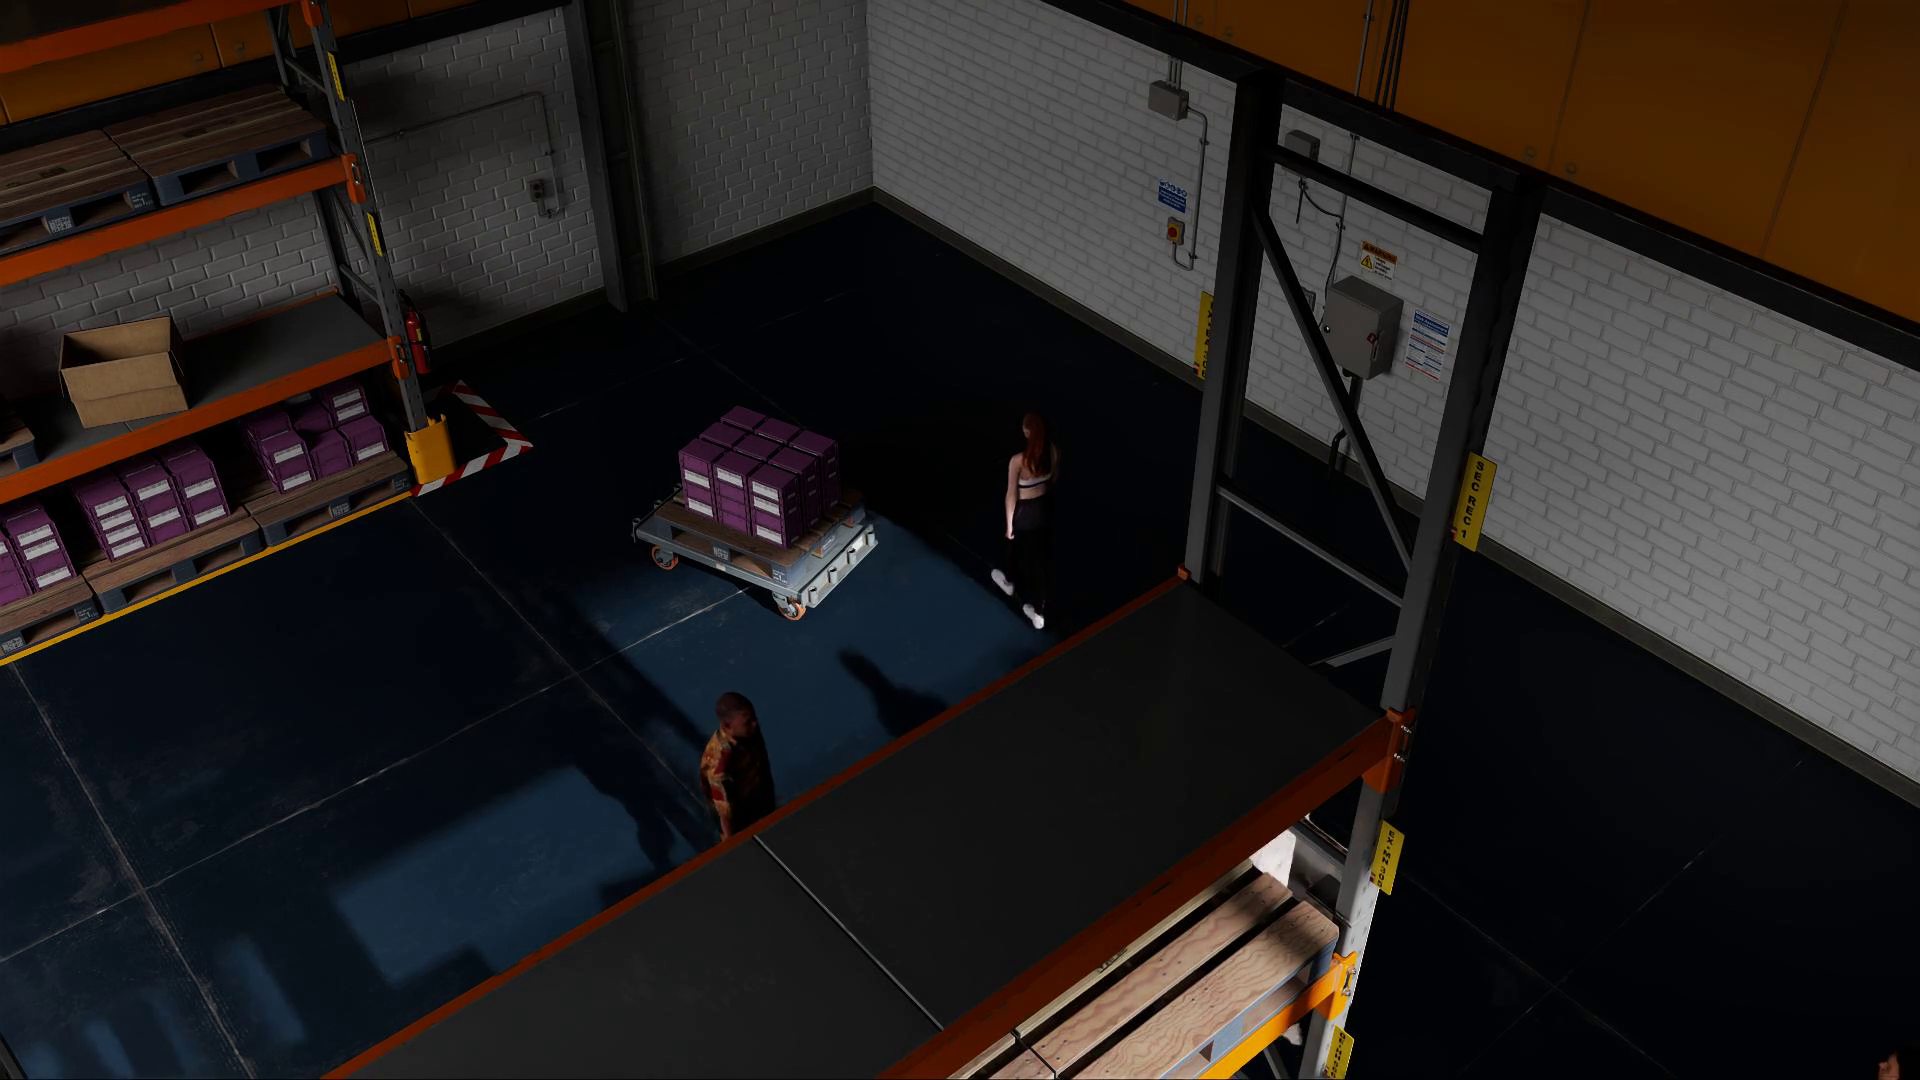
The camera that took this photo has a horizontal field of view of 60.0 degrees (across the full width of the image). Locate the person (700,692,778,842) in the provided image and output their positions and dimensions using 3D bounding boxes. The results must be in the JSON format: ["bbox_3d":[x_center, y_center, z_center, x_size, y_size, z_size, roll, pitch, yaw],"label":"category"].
[{"bbox_3d":[-1.295,1.551,9.446,1.002,1.796,1.007,13,40,16],"label":"person"}]

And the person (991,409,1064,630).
[{"bbox_3d":[0.544,-0.105,11.580,0.917,1.721,0.825,-16,41,-19],"label":"person"}]
